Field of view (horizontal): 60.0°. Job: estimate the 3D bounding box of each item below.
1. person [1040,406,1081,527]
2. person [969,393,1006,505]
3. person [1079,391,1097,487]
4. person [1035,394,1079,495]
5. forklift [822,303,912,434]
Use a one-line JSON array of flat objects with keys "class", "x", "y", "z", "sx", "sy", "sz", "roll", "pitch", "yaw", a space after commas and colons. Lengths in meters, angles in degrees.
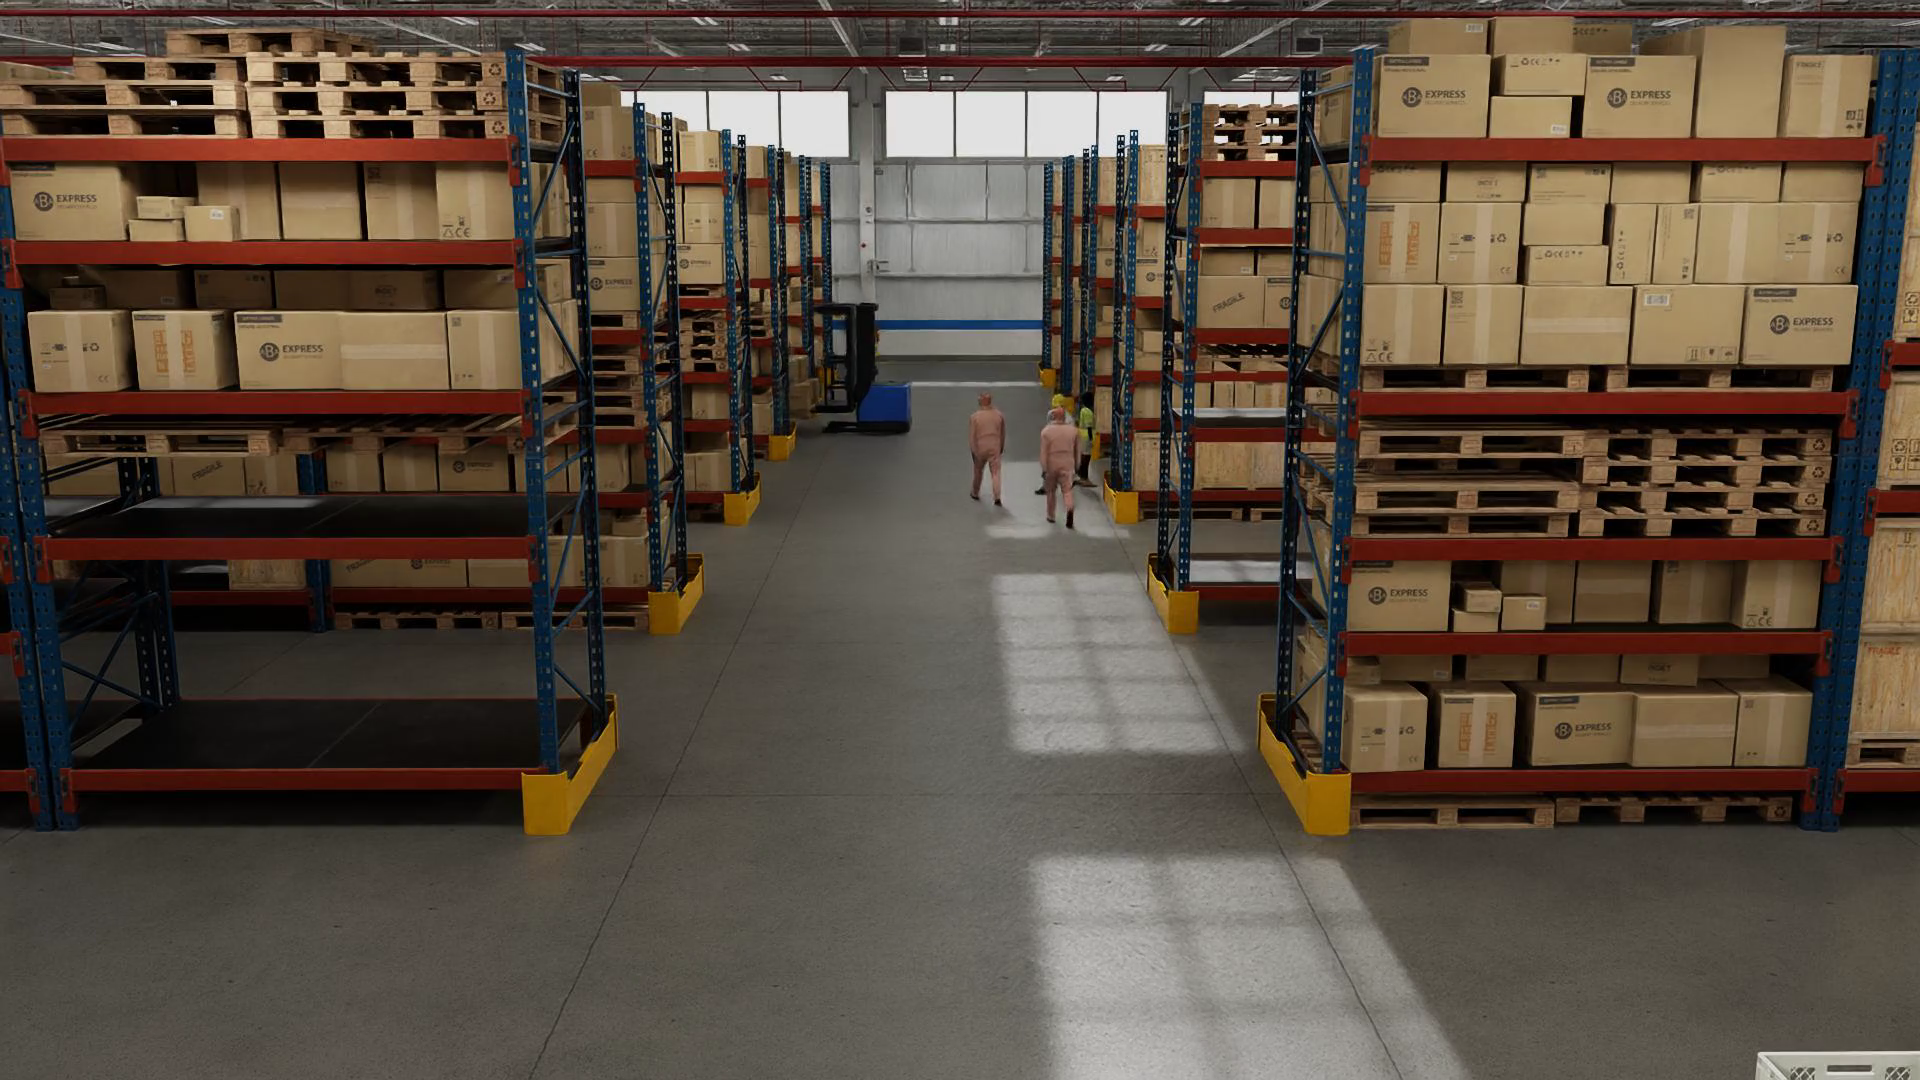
[{"class": "person", "x": 1.576, "y": -1.146, "z": 25.901, "sx": 0.652, "sy": 1.876, "sz": 0.835, "roll": -1, "pitch": 11, "yaw": -6}, {"class": "person", "x": 0.465, "y": -1.531, "z": 27.856, "sx": 0.654, "sy": 1.859, "sz": 1.005, "roll": -3, "pitch": 12, "yaw": -13}, {"class": "person", "x": 2.264, "y": -1.792, "z": 29.524, "sx": 0.318, "sy": 1.699, "sz": 0.535, "roll": -2, "pitch": 12, "yaw": -8}, {"class": "person", "x": 1.713, "y": -1.665, "z": 28.718, "sx": 0.902, "sy": 1.773, "sz": 0.640, "roll": -7, "pitch": 13, "yaw": -31}, {"class": "forklift", "x": -2.025, "y": -3.763, "z": 36.349, "sx": 1.873, "sy": 2.768, "sz": 1.129, "roll": 1, "pitch": 11, "yaw": 4}]
